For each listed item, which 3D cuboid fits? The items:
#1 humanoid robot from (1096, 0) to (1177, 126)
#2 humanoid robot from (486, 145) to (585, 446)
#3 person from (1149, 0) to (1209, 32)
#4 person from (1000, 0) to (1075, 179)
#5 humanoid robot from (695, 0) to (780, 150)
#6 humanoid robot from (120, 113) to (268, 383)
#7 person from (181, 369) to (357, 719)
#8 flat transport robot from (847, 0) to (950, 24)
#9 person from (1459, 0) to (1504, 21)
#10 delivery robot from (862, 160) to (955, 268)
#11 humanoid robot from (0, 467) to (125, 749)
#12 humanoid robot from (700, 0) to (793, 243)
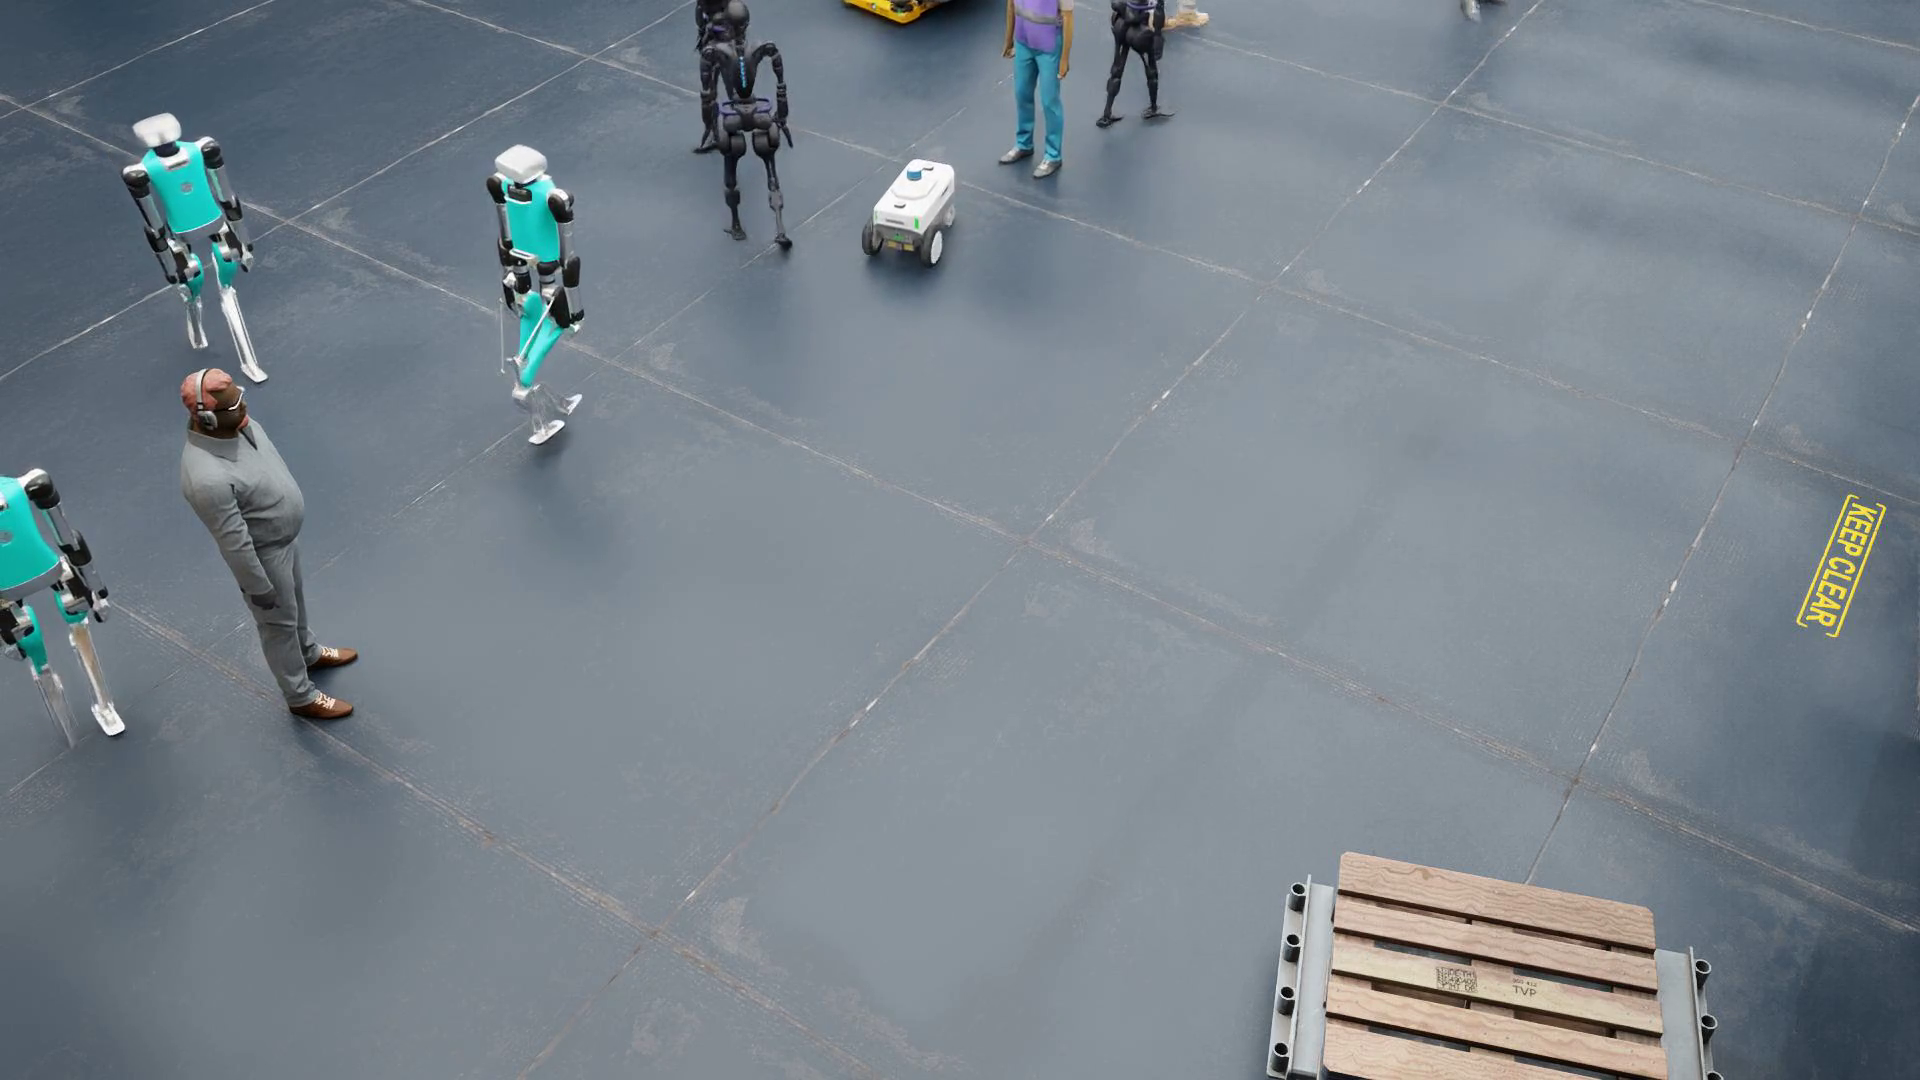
[{"bbox_3d":[1.309,-3.775,11.956,0.602,1.638,0.618,-17,44,-18],"label":"humanoid robot"},{"bbox_3d":[-2.369,-1.208,9.050,0.536,1.795,0.835,21,46,21],"label":"humanoid robot"},{"bbox_3d":[1.781,-4.917,13.099,0.630,1.847,0.465,-20,46,-21],"label":"person"},{"bbox_3d":[0.548,-3.400,11.410,0.574,1.836,0.394,32,51,31],"label":"person"},{"bbox_3d":[-1.608,-3.529,11.684,0.646,1.633,0.609,-21,46,-22],"label":"humanoid robot"},{"bbox_3d":[-4.476,-1.718,9.636,0.557,1.818,0.895,-31,50,-30],"label":"humanoid robot"},{"bbox_3d":[-3.134,0.018,7.532,0.412,1.907,0.647,-7,42,-8],"label":"person"},{"bbox_3d":[-0.234,-4.781,14.130,0.659,0.231,1.431,31,50,30],"label":"flat transport robot"},{"bbox_3d":[4.322,-5.161,13.348,0.396,1.907,0.618,31,50,30],"label":"person"},{"bbox_3d":[-0.300,-2.211,11.024,0.499,0.575,0.759,14,44,15],"label":"delivery robot"},{"bbox_3d":[-4.138,0.251,7.435,0.550,1.843,0.696,-29,49,-28],"label":"humanoid robot"},{"bbox_3d":[-1.377,-2.634,10.690,0.602,1.663,0.438,-8,42,-8],"label":"humanoid robot"}]
